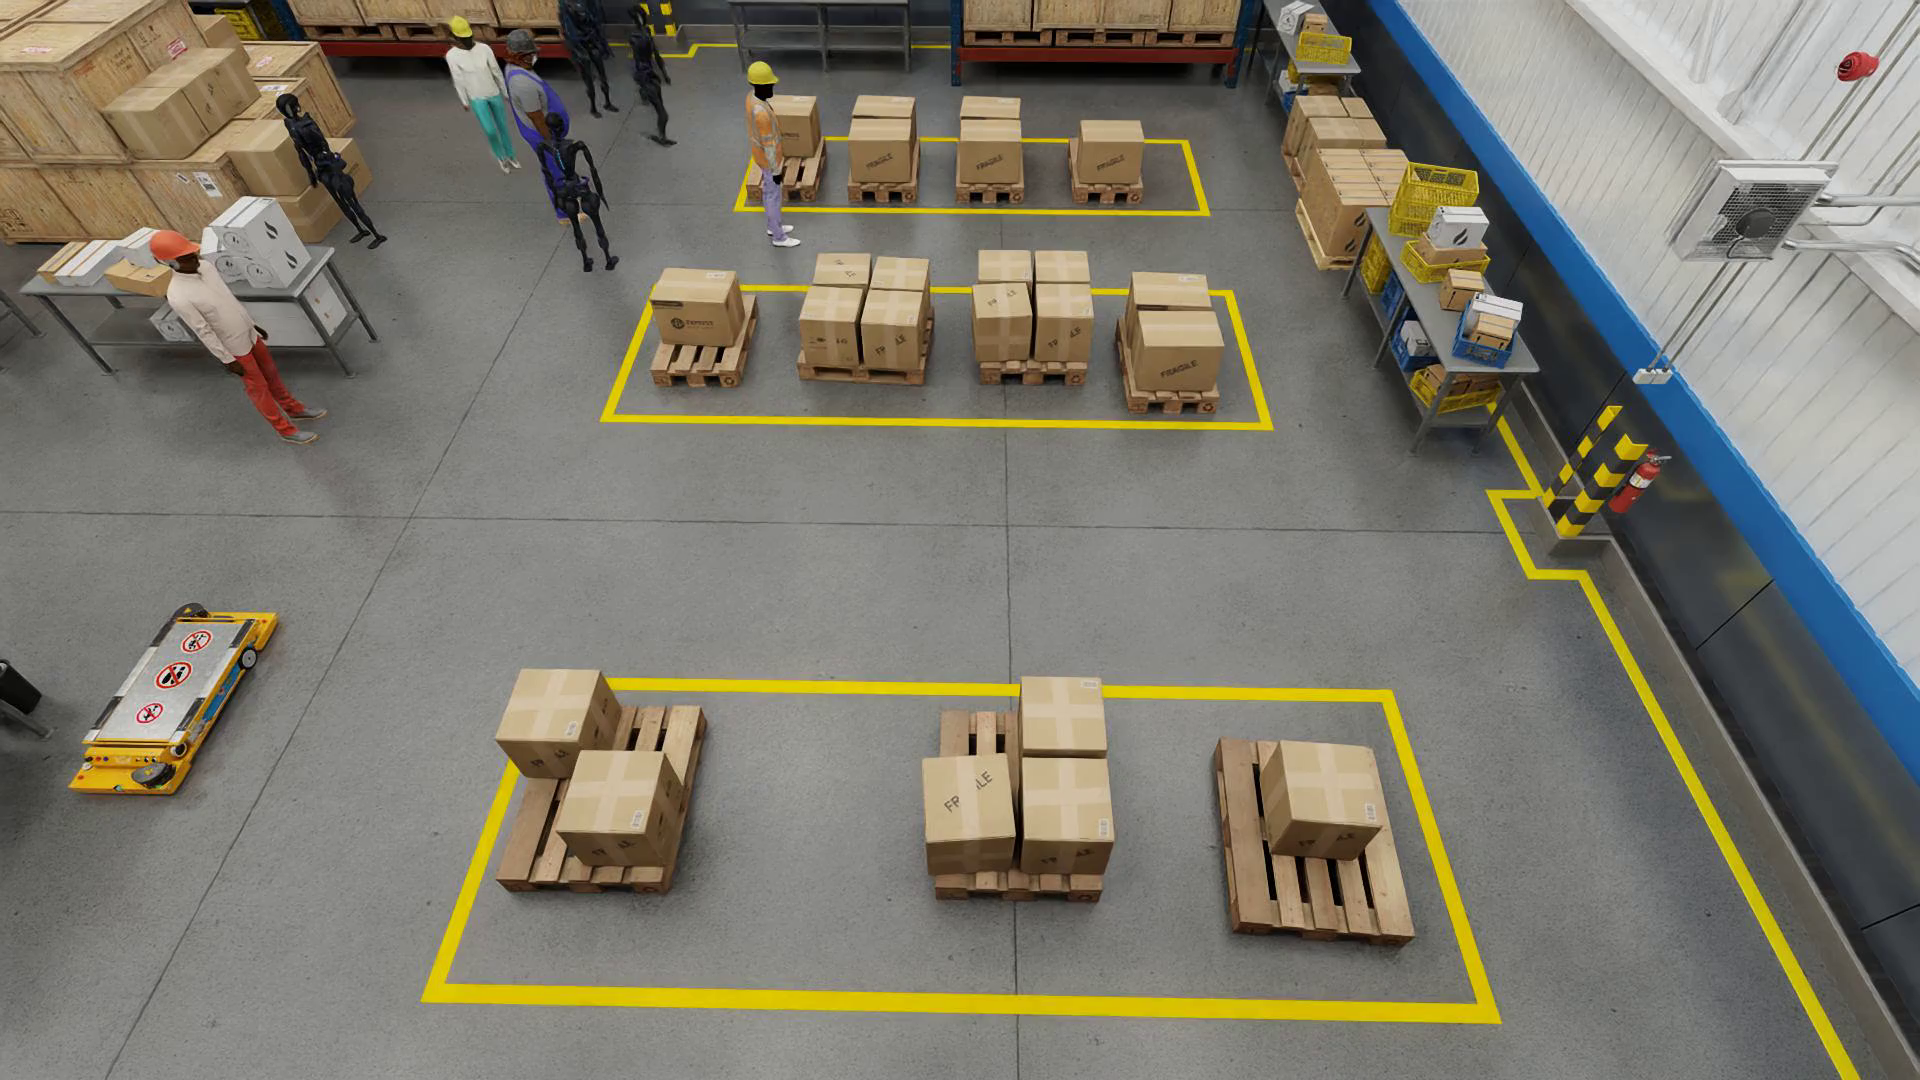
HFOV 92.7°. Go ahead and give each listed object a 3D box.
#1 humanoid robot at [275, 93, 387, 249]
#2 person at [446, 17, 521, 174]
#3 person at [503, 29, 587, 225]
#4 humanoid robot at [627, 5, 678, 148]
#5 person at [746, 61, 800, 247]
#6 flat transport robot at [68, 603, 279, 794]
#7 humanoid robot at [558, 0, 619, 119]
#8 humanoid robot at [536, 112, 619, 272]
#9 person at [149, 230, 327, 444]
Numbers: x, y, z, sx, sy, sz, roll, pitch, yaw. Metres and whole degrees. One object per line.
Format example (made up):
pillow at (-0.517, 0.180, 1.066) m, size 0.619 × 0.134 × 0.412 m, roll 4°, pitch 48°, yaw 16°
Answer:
humanoid robot at (-6.715, -3.908, 9.748) m, size 0.579 × 1.652 × 0.308 m, roll 20°, pitch 53°, yaw 16°
person at (-5.562, -5.203, 10.792) m, size 0.552 × 1.747 × 0.490 m, roll -33°, pitch 57°, yaw -25°
person at (-4.528, -4.495, 10.011) m, size 0.535 × 2.000 × 0.683 m, roll -21°, pitch 53°, yaw -17°
humanoid robot at (-3.754, -5.628, 11.207) m, size 0.382 × 1.652 × 0.603 m, roll 3°, pitch 50°, yaw 3°
person at (-2.001, -4.065, 9.721) m, size 0.381 × 1.924 × 0.592 m, roll -15°, pitch 51°, yaw -12°
flat transport robot at (-5.504, 1.072, 6.442) m, size 0.652 × 0.197 × 1.431 m, roll 1°, pitch 50°, yaw 1°
humanoid robot at (-4.785, -6.307, 11.796) m, size 0.432 × 1.659 × 0.597 m, roll 29°, pitch 56°, yaw 22°
humanoid robot at (-3.958, -3.574, 9.467) m, size 0.562 × 1.653 × 0.313 m, roll -3°, pitch 50°, yaw -2°
person at (-6.018, -1.665, 7.644) m, size 0.376 × 1.997 × 0.610 m, roll -7°, pitch 50°, yaw -6°
